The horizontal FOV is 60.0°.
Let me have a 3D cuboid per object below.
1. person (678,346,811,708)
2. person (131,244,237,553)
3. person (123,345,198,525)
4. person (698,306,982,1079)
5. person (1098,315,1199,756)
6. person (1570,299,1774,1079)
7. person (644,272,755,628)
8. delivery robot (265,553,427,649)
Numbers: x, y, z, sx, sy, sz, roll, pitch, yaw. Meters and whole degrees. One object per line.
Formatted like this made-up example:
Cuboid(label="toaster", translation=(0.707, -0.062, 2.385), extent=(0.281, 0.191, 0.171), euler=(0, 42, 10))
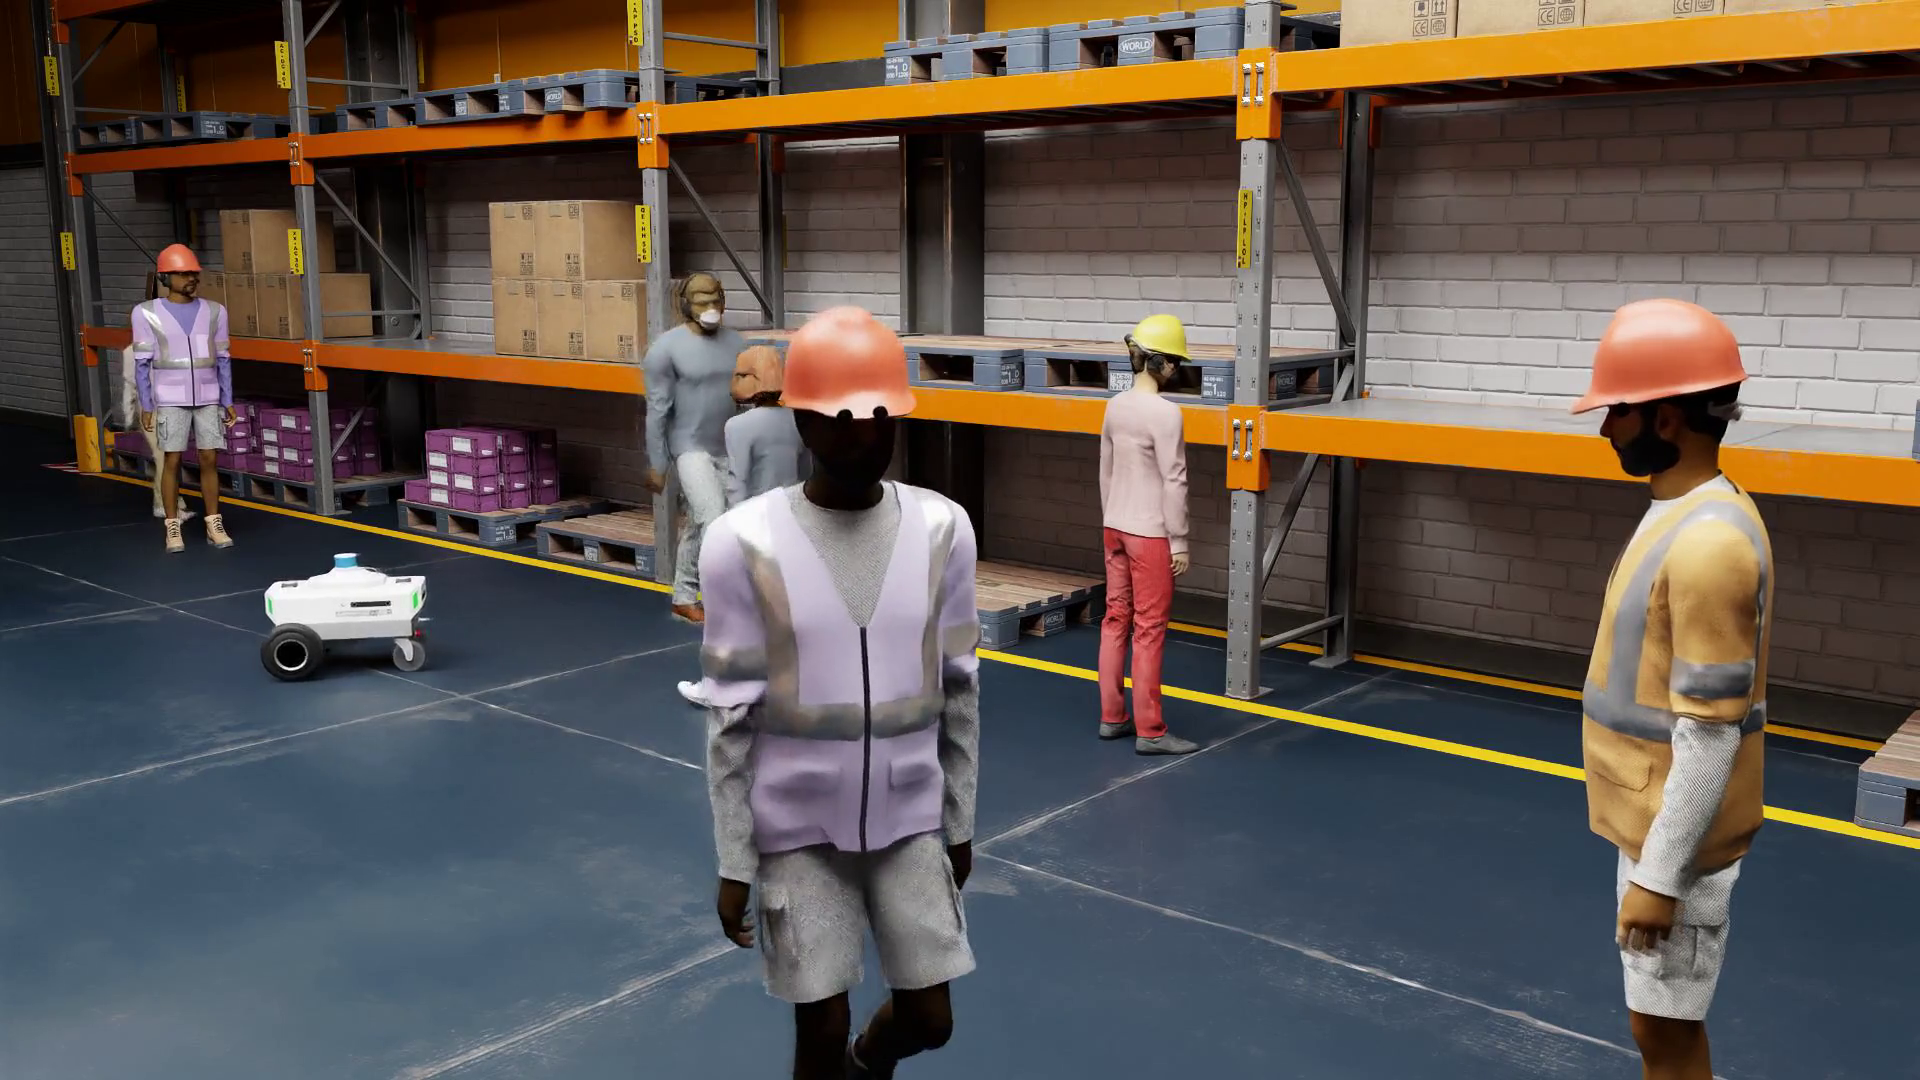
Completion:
Cuboid(label="person", translation=(-0.898, -0.028, 7.155), extent=(0.784, 1.599, 0.532), euler=(8, 13, 39))
Cuboid(label="person", translation=(-5.153, -0.938, 11.108), extent=(0.615, 2.043, 0.372), euler=(-8, 13, -39))
Cuboid(label="person", translation=(-5.823, -0.912, 12.244), extent=(0.772, 1.593, 0.525), euler=(6, 12, 31))
Cuboid(label="person", translation=(-0.226, 0.513, 3.196), extent=(0.549, 1.920, 0.555), euler=(-4, 11, -19))
Cuboid(label="person", translation=(0.757, -0.019, 6.700), extent=(0.337, 1.759, 0.524), euler=(-5, 11, -26))
Cuboid(label="person", translation=(1.299, 0.521, 3.132), extent=(0.374, 1.929, 0.542), euler=(4, 11, 20))
Cuboid(label="person", translation=(-1.247, -0.425, 8.609), extent=(1.001, 1.884, 0.654), euler=(9, 13, 41))
Cuboid(label="delivery robot", translation=(-2.935, 0.308, 7.987), extent=(0.707, 0.478, 0.477), euler=(-2, 10, -12))
